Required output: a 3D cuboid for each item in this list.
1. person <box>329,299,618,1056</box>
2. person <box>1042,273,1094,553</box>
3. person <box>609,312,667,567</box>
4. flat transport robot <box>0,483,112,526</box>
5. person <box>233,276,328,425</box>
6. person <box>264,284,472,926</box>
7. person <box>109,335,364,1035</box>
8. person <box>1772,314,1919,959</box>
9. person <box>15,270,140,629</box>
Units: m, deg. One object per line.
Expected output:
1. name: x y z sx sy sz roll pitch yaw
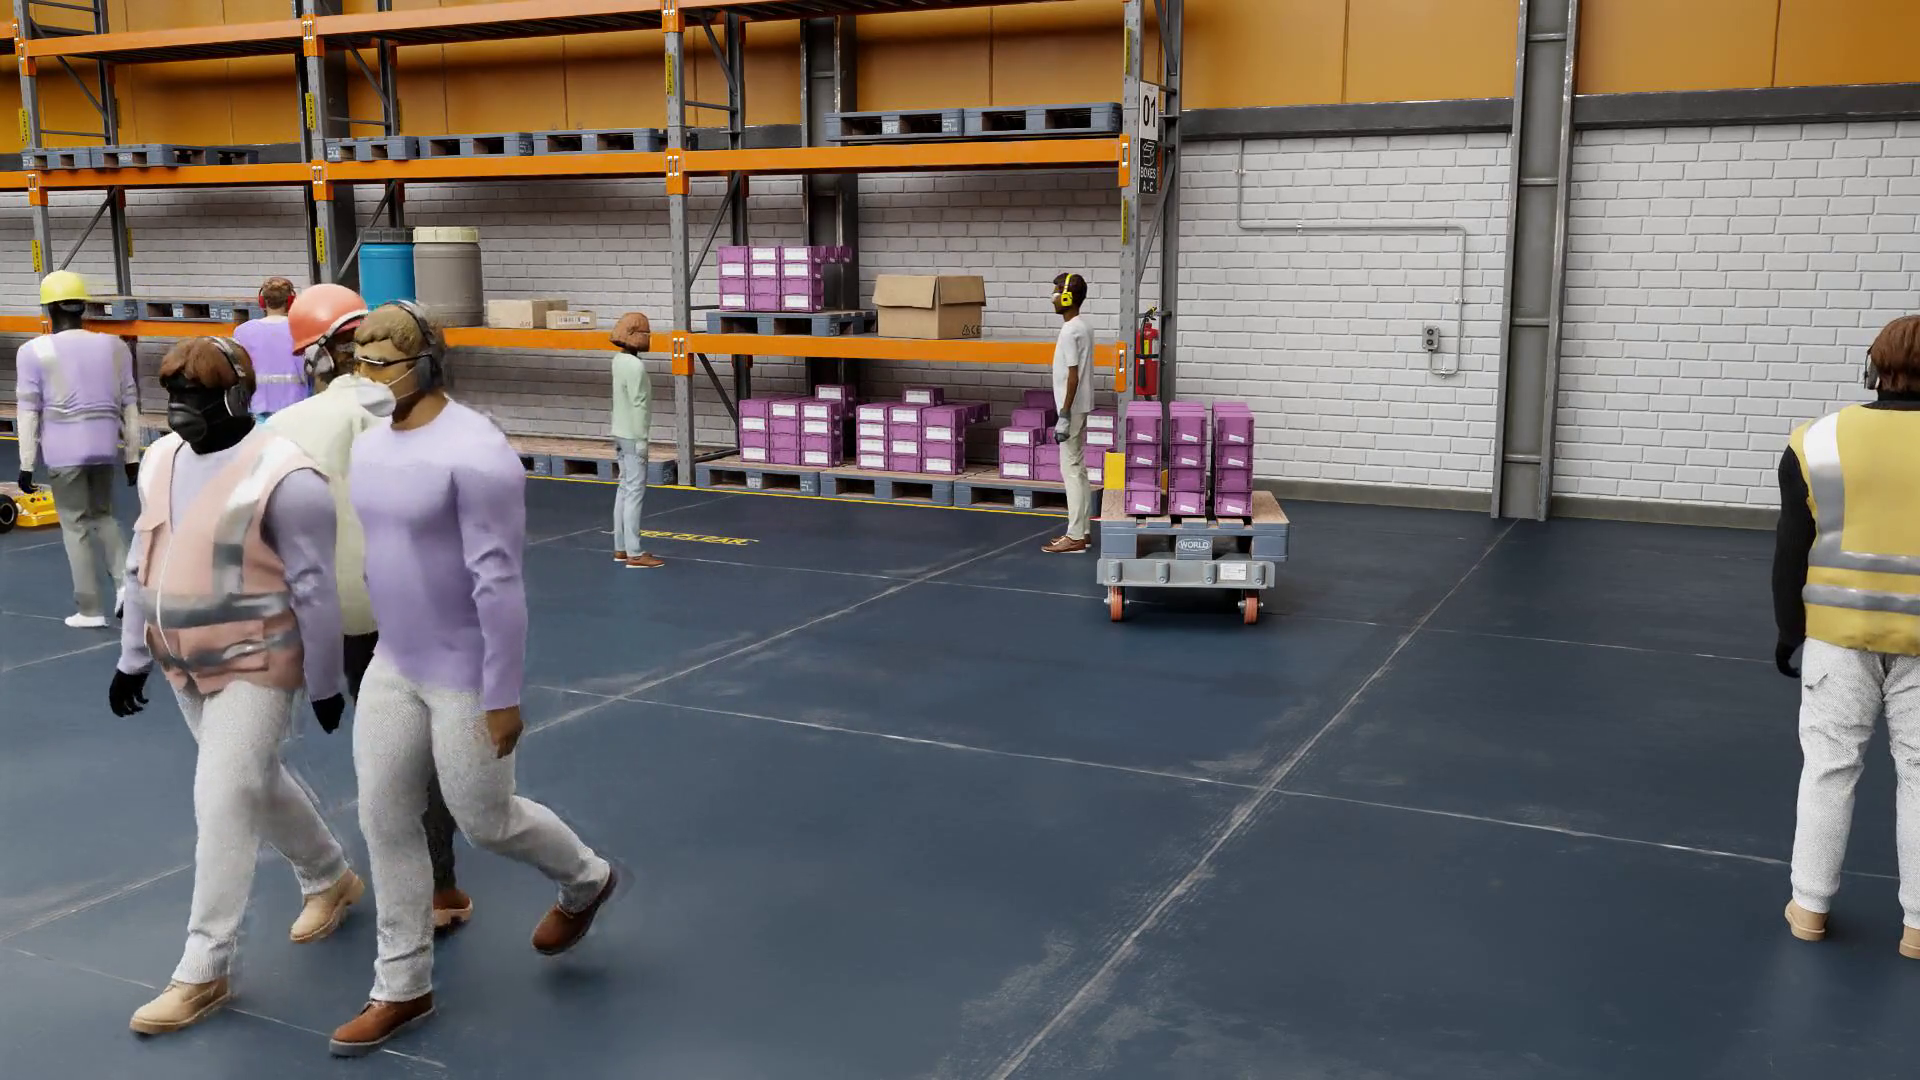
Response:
1. person: -1.272 0.323 4.356 0.640 1.908 0.833 7 12 36
2. person: 0.732 -0.845 11.142 0.314 1.869 0.535 3 10 16
3. person: -2.081 -0.640 10.649 0.277 1.631 0.506 -5 11 -25
4. flat transport robot: -7.182 -0.286 12.511 1.431 0.197 0.652 4 11 22
5. person: -4.544 -0.841 11.186 0.570 1.843 0.372 -2 10 -13
6. person: -1.744 0.181 5.131 0.711 1.925 1.046 -3 10 -15
7. person: -1.973 0.335 4.589 0.631 1.811 0.864 6 11 30
8. person: 2.668 0.279 4.786 0.623 1.844 0.429 6 12 31
9. person: -4.698 -0.465 8.849 0.415 1.915 0.589 6 11 30
